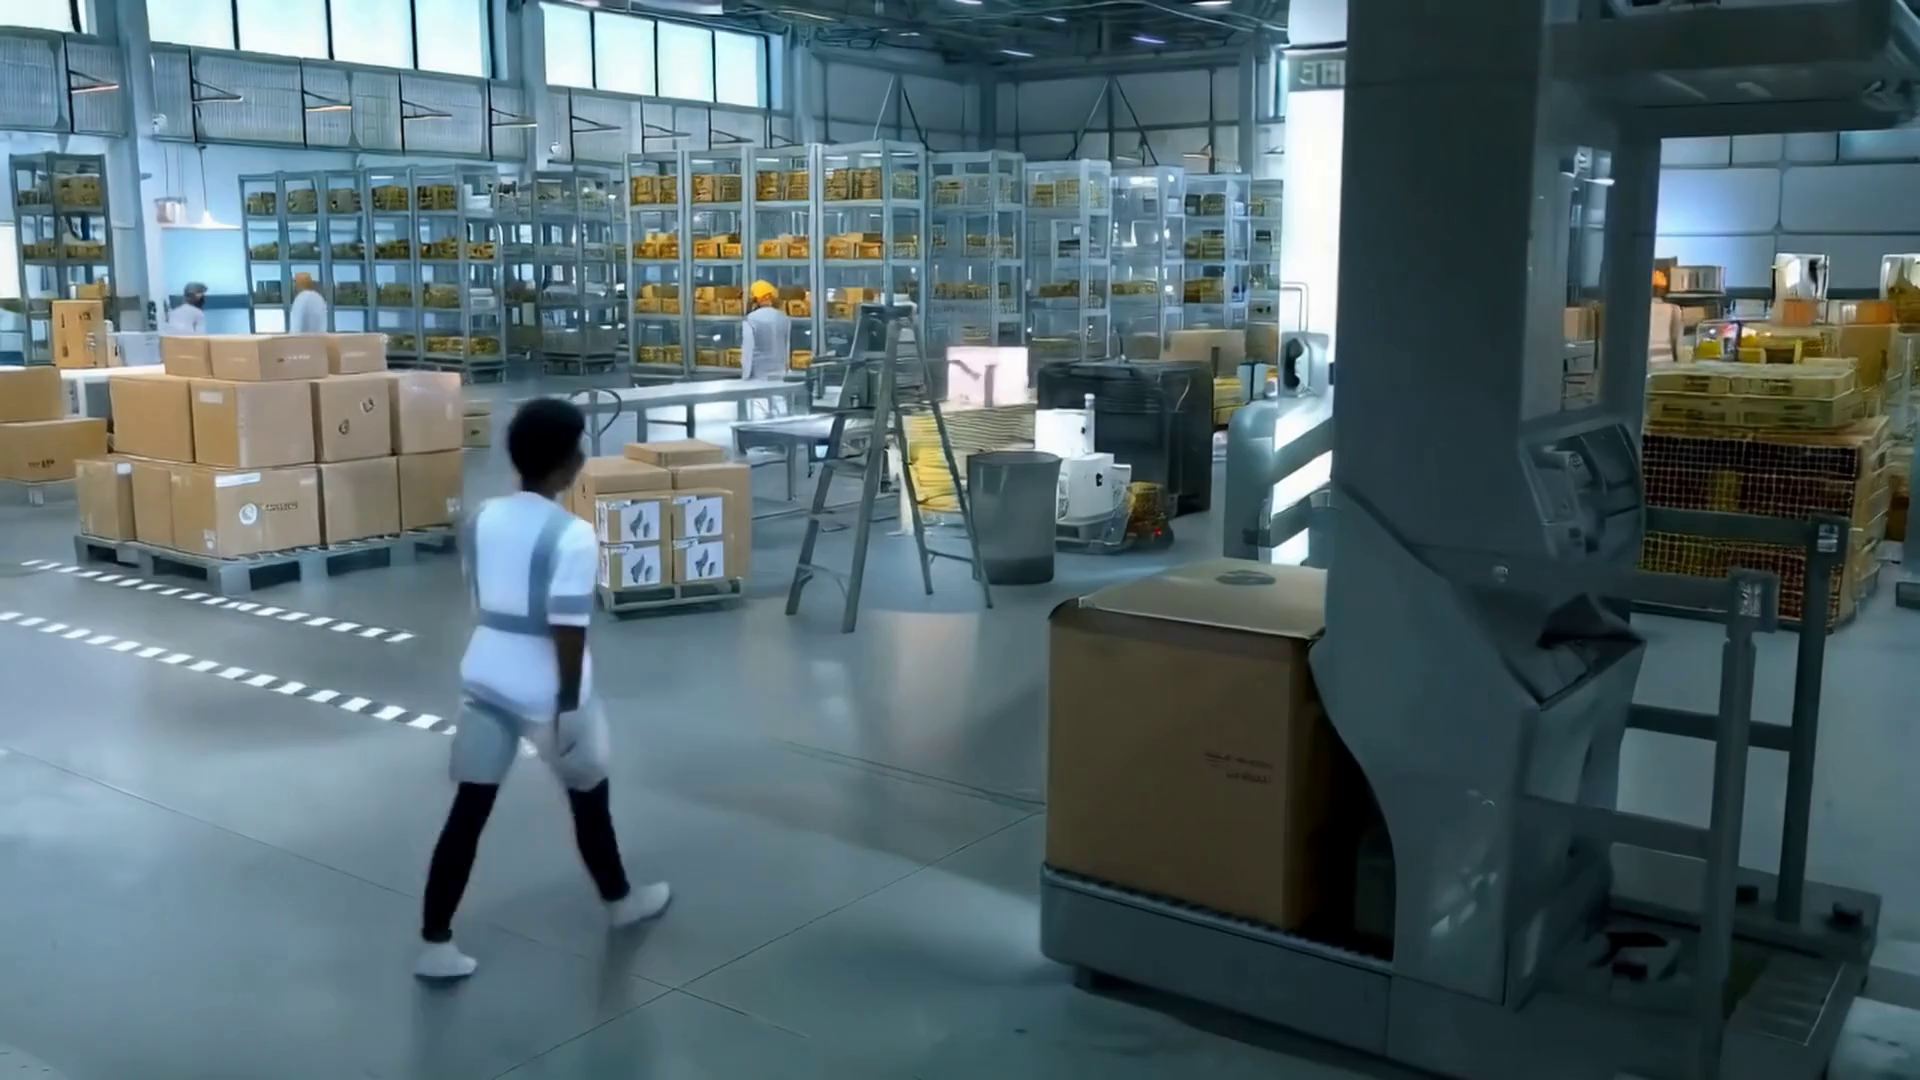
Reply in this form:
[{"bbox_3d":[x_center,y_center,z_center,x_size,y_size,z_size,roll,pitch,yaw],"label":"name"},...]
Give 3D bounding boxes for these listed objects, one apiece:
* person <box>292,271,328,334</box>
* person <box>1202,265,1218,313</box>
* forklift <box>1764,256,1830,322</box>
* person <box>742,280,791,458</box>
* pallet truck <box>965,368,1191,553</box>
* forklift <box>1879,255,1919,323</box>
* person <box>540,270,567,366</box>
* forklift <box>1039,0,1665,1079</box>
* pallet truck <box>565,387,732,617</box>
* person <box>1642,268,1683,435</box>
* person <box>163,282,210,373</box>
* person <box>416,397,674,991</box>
[{"bbox_3d":[-8.377,-2.502,21.377,0.414,1.895,0.643,0,10,0],"label":"person"},{"bbox_3d":[7.322,-7.119,48.567,0.609,1.996,0.383,9,13,44],"label":"person"},{"bbox_3d":[20.253,-5.854,40.139,1.157,1.987,2.680,7,12,35],"label":"forklift"},{"bbox_3d":[-1.986,-1.708,16.826,0.404,1.831,0.601,9,13,43],"label":"person"},{"bbox_3d":[0.845,-0.609,11.869,1.630,1.274,0.653,7,12,35],"label":"pallet truck"},{"bbox_3d":[22.089,-5.634,38.796,1.157,1.987,2.680,6,11,33],"label":"forklift"},{"bbox_3d":[-7.879,-4.271,32.086,0.590,1.836,0.404,2,10,14],"label":"person"},{"bbox_3d":[1.249,-0.137,4.360,1.873,2.768,1.129,7,12,35],"label":"forklift"},{"bbox_3d":[-1.981,-0.274,10.088,0.680,1.201,1.601,-5,11,-28],"label":"pallet truck"},{"bbox_3d":[6.840,-1.713,16.516,0.615,1.945,0.404,0,10,-1],"label":"person"},{"bbox_3d":[-8.501,-1.936,18.333,0.596,1.785,0.937,5,11,28],"label":"person"},{"bbox_3d":[-1.226,0.420,4.715,0.540,1.649,0.901,6,11,33],"label":"person"}]
